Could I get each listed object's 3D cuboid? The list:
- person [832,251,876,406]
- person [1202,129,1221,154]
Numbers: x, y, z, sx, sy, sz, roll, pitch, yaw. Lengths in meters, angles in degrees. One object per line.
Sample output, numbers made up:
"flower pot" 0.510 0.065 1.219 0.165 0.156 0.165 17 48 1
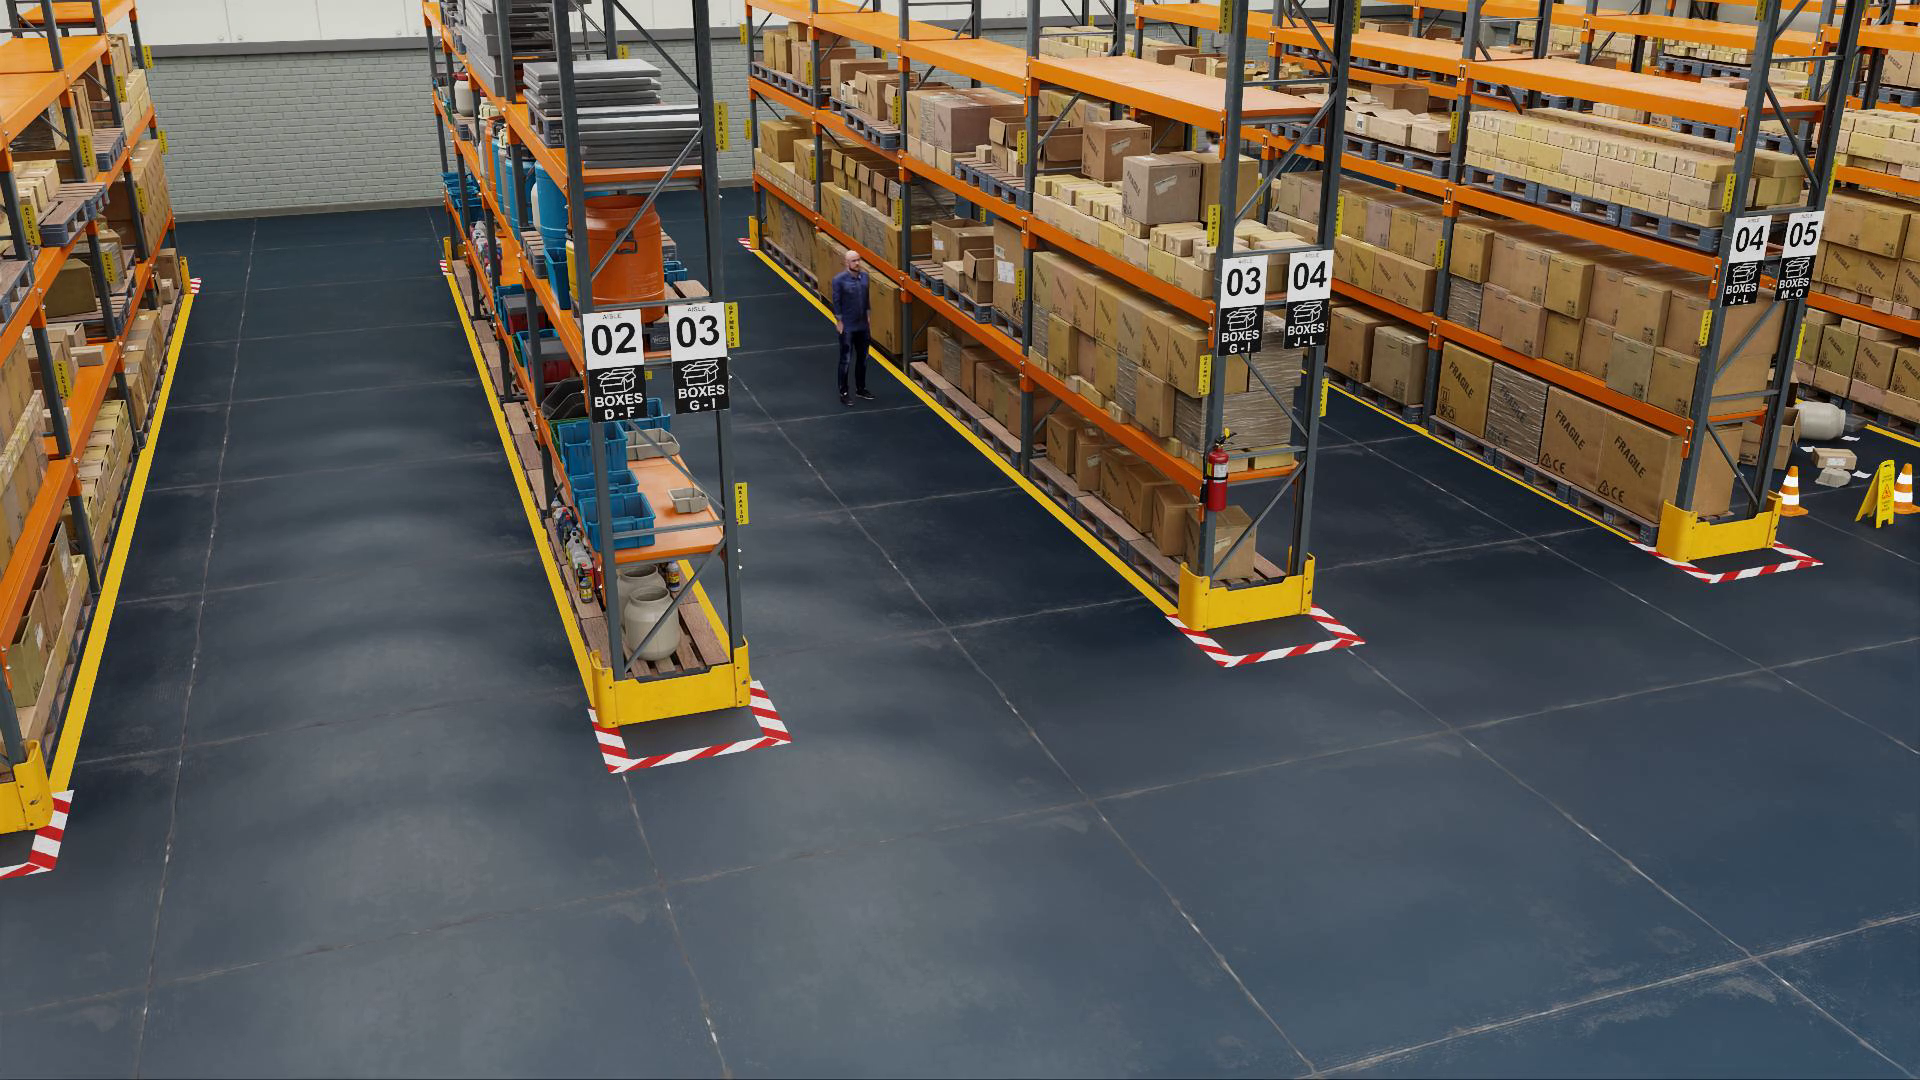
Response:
"person" -1.274 -2.555 19.881 0.791 1.826 0.745 -19 29 -39
"person" 4.479 -6.377 29.356 0.611 1.728 1.047 -9 24 -21
